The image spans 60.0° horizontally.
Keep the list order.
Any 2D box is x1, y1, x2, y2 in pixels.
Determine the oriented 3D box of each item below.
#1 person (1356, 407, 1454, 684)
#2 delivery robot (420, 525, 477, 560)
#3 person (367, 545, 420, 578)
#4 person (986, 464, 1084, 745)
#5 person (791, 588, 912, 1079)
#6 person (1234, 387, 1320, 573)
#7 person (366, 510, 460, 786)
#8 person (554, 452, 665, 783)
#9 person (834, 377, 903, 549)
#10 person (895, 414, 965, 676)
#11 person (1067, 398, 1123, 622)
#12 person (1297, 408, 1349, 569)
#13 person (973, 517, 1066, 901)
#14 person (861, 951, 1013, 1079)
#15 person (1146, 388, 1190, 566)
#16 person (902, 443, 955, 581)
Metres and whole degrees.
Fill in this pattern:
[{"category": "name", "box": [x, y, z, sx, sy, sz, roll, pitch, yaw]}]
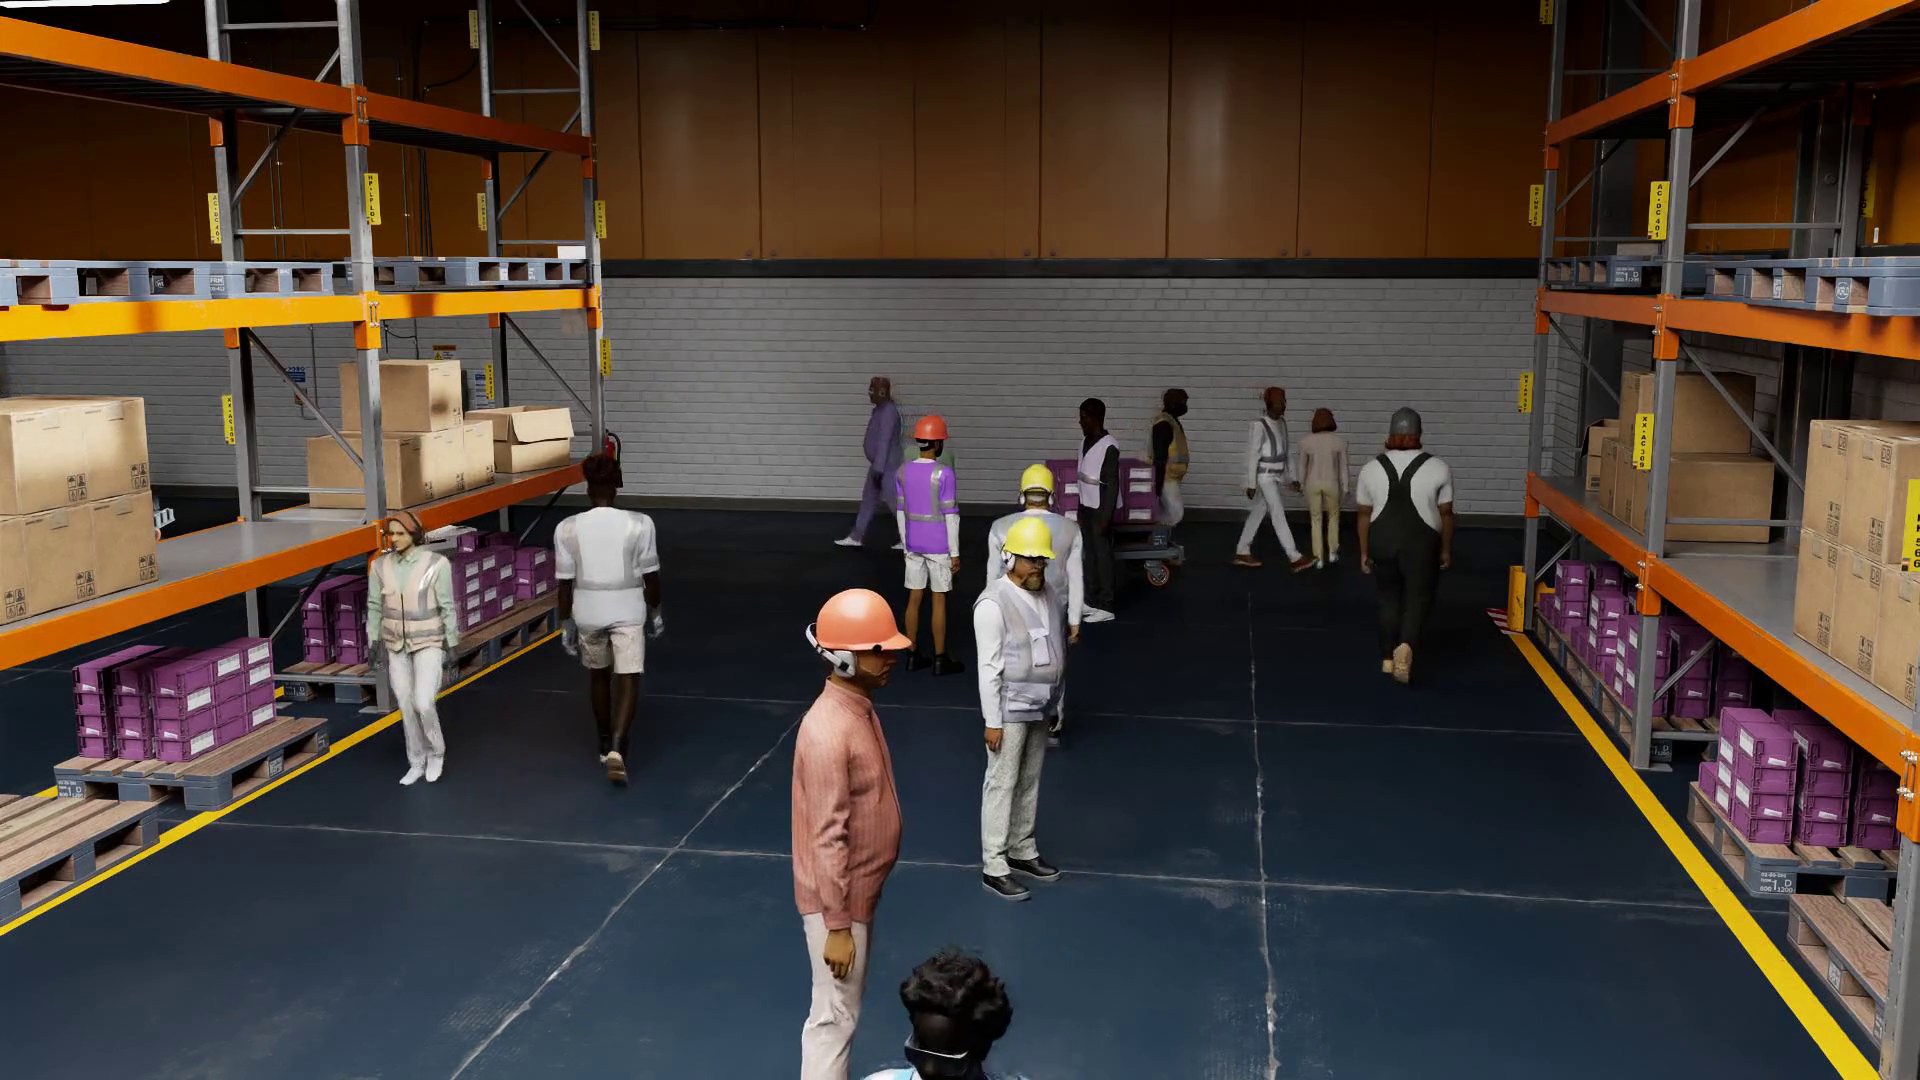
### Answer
[{"category": "person", "box": [3.224, 0.020, 12.123, 0.684, 2.000, 0.803, 5, 10, 28]}, {"category": "delivery robot", "box": [-5.150, 0.010, 16.466, 0.477, 0.478, 0.707, 8, 12, 41]}, {"category": "person", "box": [-4.920, -0.318, 14.444, 0.632, 1.976, 0.439, -4, 10, -25]}, {"category": "person", "box": [0.459, 0.424, 10.367, 0.599, 1.799, 0.738, 0, 9, 0]}, {"category": "person", "box": [-0.347, 1.136, 5.383, 0.395, 1.994, 0.613, 1, 9, 4]}, {"category": "person", "box": [3.154, -0.603, 16.613, 0.975, 1.837, 0.587, 6, 11, 31]}, {"category": "person", "box": [-3.179, 0.632, 9.631, 0.537, 1.623, 0.386, 2, 9, 11]}, {"category": "person", "box": [-2.081, 0.447, 9.839, 0.607, 1.934, 0.911, 0, 9, -1]}, {"category": "person", "box": [-0.874, -0.813, 17.841, 0.904, 1.862, 0.664, -2, 9, -9]}, {"category": "person", "box": [-0.216, 0.040, 12.321, 0.545, 1.938, 0.357, 7, 11, 35]}, {"category": "person", "box": [1.177, -0.258, 14.235, 0.391, 1.914, 0.587, -3, 10, -20]}, {"category": "person", "box": [3.681, -0.535, 16.853, 0.519, 1.600, 0.729, 3, 10, 16]}, {"category": "person", "box": [0.306, 0.793, 8.005, 0.403, 1.828, 0.594, 6, 11, 34]}, {"category": "person", "box": [-0.043, 1.634, 3.321, 0.539, 1.654, 0.856, 4, 10, 25]}, {"category": "person", "box": [2.056, -0.622, 16.760, 0.502, 1.826, 0.666, 2, 9, 12]}, {"category": "person", "box": [-0.317, -0.379, 15.939, 0.537, 1.608, 0.379, 0, 9, 1]}]
